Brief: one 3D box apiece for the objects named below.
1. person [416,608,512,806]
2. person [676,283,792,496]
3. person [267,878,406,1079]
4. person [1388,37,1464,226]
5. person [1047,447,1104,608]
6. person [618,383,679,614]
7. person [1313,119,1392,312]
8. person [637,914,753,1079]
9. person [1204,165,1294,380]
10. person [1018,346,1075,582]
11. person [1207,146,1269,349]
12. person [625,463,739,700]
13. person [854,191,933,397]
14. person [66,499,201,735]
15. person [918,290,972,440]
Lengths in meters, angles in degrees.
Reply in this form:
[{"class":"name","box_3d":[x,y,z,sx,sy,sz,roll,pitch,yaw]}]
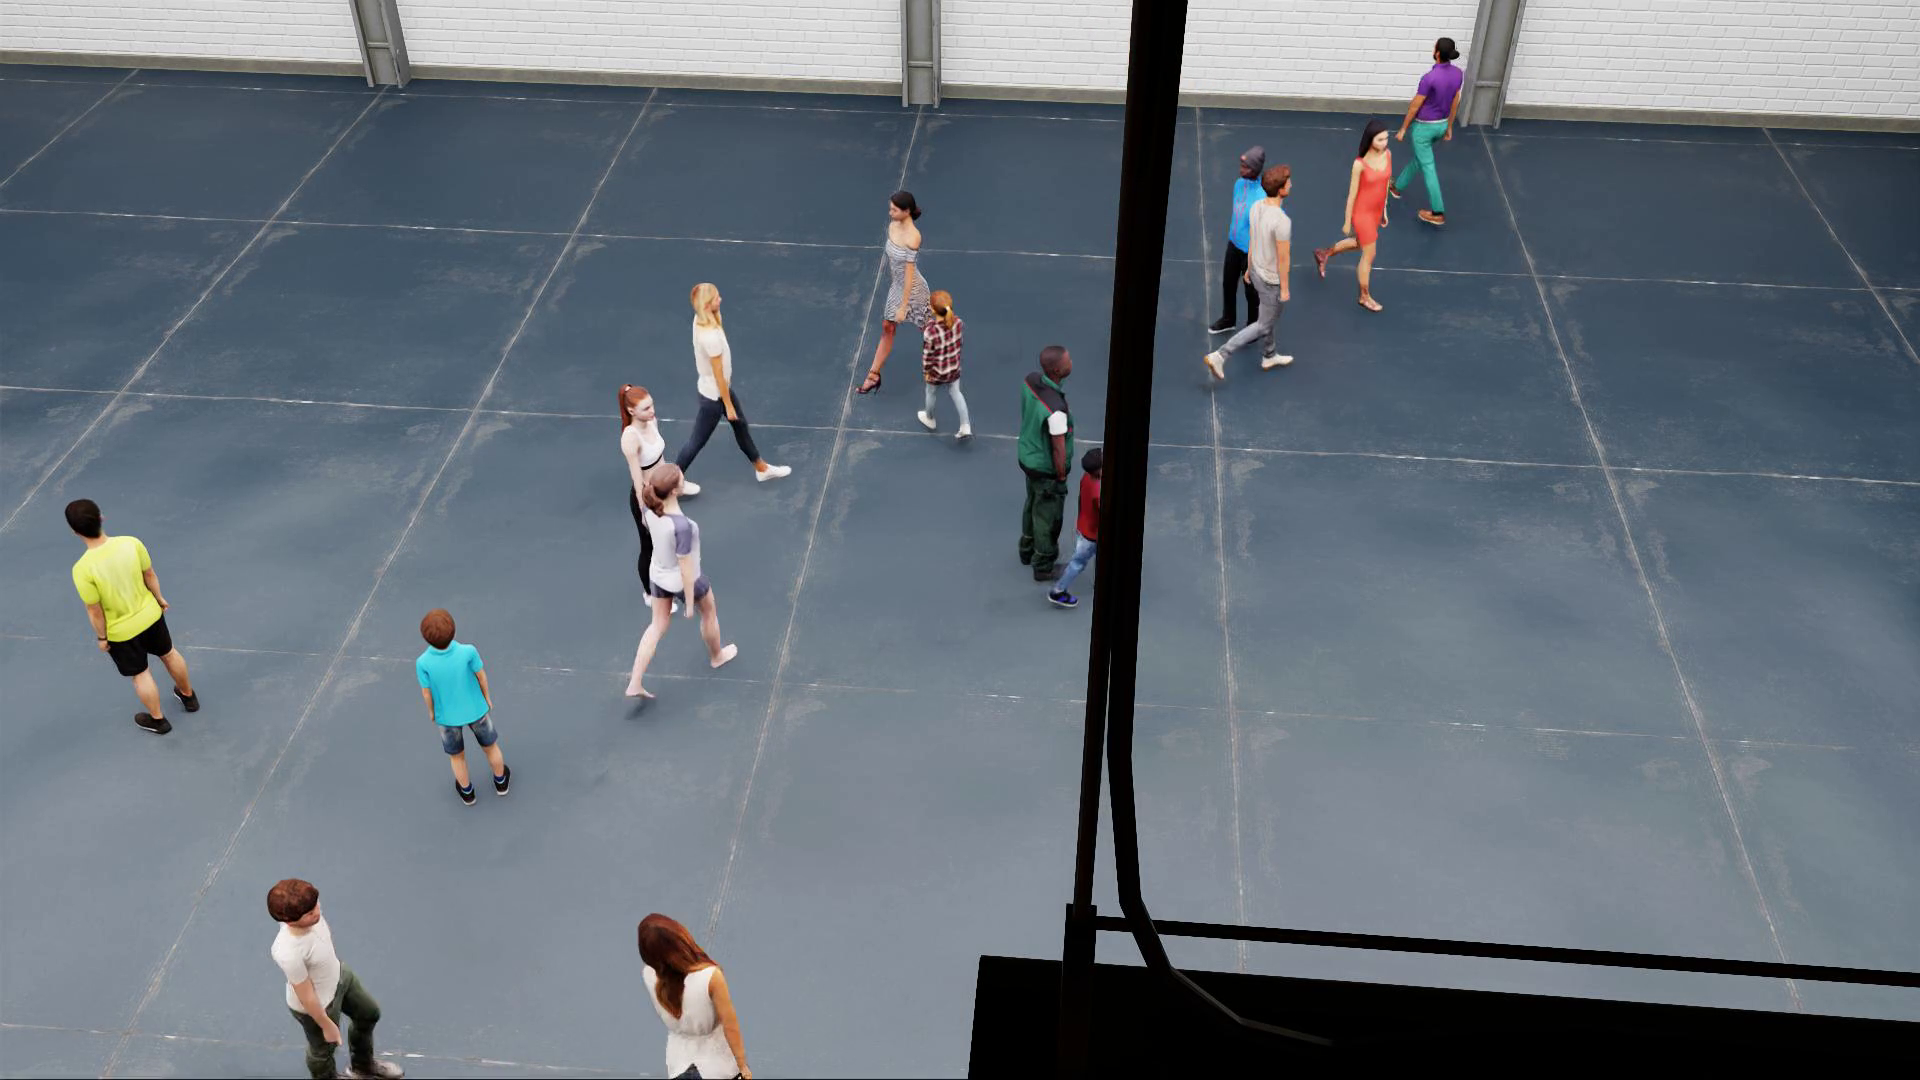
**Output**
[{"class":"person","box_3d":[-2.953,0.984,9.826,0.546,1.449,0.653,-13,40,-16]},{"class":"person","box_3d":[-1.879,-1.030,12.099,1.262,1.759,0.864,-8,39,-10]},{"class":"person","box_3d":[-3.204,2.211,8.135,0.693,1.642,0.646,1,39,1]},{"class":"person","box_3d":[4.454,-3.792,15.589,1.191,1.720,1.176,-22,43,-25]},{"class":"person","box_3d":[0.843,-0.054,11.303,0.948,1.227,0.661,-7,39,-8]},{"class":"person","box_3d":[-2.092,-0.291,11.189,0.573,1.740,0.622,9,40,12]},{"class":"person","box_3d":[3.460,-2.855,14.442,1.015,1.687,1.104,-29,47,-31]},{"class":"person","box_3d":[-1.185,2.483,7.721,0.822,1.733,0.731,11,40,13]},{"class":"person","box_3d":[2.408,-2.093,13.338,1.212,1.874,0.930,-11,40,-13]},{"class":"person","box_3d":[0.587,-0.535,11.416,0.760,1.838,0.776,-14,41,-17]},{"class":"person","box_3d":[2.411,-2.435,13.834,0.750,1.790,0.715,-19,42,-22]},{"class":"person","box_3d":[-1.860,0.297,10.460,1.098,1.732,0.975,22,44,26]},{"class":"person","box_3d":[-0.308,-1.961,13.247,1.162,1.781,1.029,-21,43,-25]},{"class":"person","box_3d":[-5.120,0.468,10.265,0.683,1.707,0.700,22,44,25]},{"class":"person","box_3d":[-0.090,-1.337,12.859,0.856,1.290,0.859,-20,43,-23]}]
